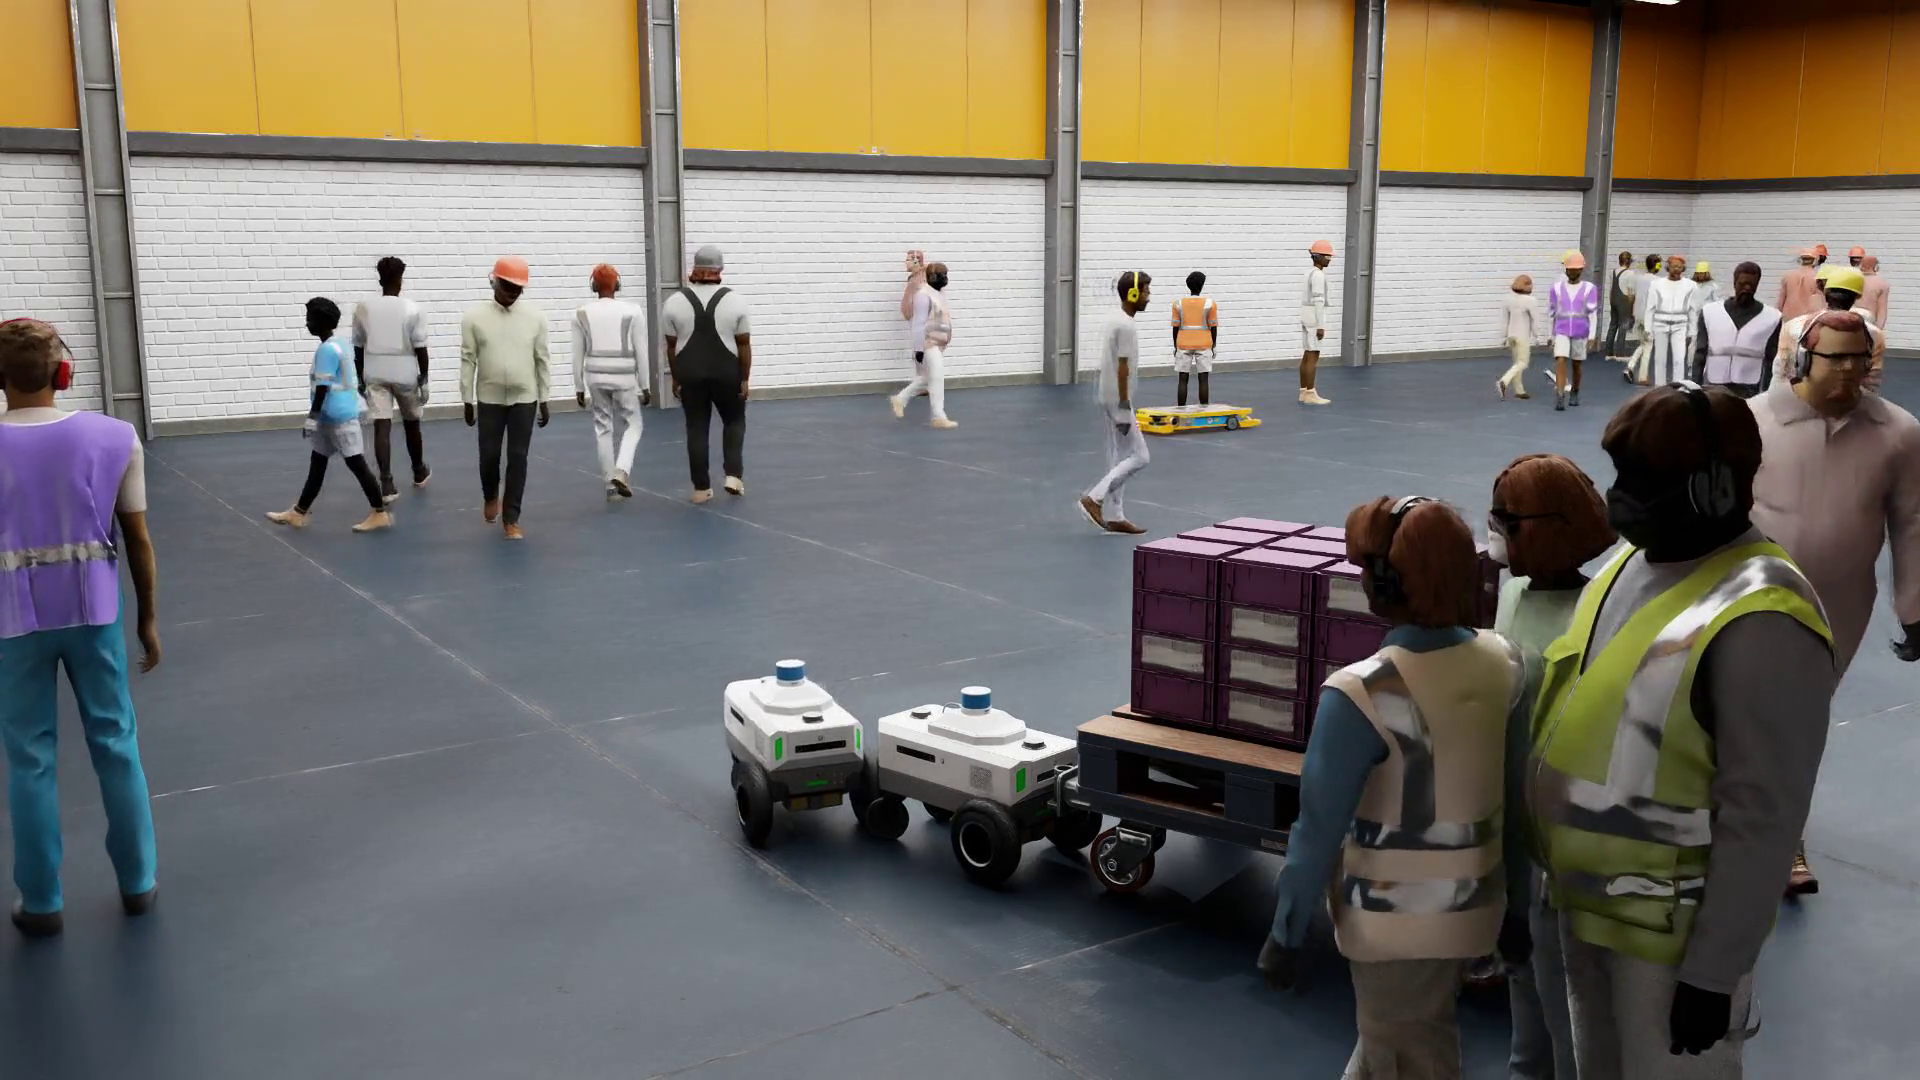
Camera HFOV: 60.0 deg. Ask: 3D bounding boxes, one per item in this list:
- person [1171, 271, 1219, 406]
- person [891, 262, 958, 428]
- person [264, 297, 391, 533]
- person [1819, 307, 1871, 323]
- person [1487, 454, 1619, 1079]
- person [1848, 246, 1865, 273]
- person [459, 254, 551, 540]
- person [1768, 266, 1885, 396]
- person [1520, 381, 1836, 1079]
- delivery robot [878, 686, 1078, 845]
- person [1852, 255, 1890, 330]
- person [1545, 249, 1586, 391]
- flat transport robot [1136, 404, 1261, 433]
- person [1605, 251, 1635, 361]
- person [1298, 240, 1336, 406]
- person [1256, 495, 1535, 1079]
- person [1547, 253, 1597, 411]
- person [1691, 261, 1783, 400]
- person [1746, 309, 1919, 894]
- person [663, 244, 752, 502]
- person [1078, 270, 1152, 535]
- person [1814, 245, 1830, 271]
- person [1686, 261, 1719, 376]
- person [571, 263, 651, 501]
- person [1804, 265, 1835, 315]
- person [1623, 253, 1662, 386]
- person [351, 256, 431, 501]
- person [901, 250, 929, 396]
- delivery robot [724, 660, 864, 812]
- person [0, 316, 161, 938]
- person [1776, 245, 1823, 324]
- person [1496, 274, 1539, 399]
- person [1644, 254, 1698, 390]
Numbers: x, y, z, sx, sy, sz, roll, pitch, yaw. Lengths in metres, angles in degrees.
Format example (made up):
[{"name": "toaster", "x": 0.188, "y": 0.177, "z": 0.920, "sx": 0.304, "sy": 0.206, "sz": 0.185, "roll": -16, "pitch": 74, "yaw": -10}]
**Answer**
[{"name": "person", "x": 2.623, "y": -2.150, "z": 18.605, "sx": 0.535, "sy": 1.697, "sz": 0.318, "roll": 3, "pitch": 11, "yaw": 16}, {"name": "person", "x": -0.403, "y": -2.141, "z": 18.259, "sx": 0.785, "sy": 1.817, "sz": 0.641, "roll": 4, "pitch": 11, "yaw": 21}, {"name": "person", "x": -4.435, "y": -0.854, "z": 11.585, "sx": 0.861, "sy": 1.645, "sz": 0.546, "roll": -3, "pitch": 11, "yaw": -18}, {"name": "person", "x": 8.850, "y": -1.774, "z": 16.743, "sx": 0.525, "sy": 1.617, "sz": 0.553, "roll": 6, "pitch": 12, "yaw": 28}, {"name": "person", "x": 1.243, "y": 0.624, "z": 3.587, "sx": 0.273, "sy": 1.627, "sz": 0.498, "roll": -1, "pitch": 10, "yaw": -3}, {"name": "person", "x": 13.676, "y": -3.530, "z": 25.506, "sx": 0.551, "sy": 1.935, "sz": 0.375, "roll": 2, "pitch": 10, "yaw": 9}, {"name": "person", "x": -3.151, "y": -0.992, "z": 11.538, "sx": 0.619, "sy": 1.961, "sz": 0.581, "roll": -4, "pitch": 11, "yaw": -19}, {"name": "person", "x": 5.364, "y": -0.747, "z": 10.357, "sx": 0.609, "sy": 1.893, "sz": 0.511, "roll": 7, "pitch": 12, "yaw": 33}, {"name": "person", "x": 1.203, "y": 0.641, "z": 2.913, "sx": 0.429, "sy": 1.842, "sz": 0.626, "roll": 0, "pitch": 10, "yaw": -2}, {"name": "delivery robot", "x": 0.052, "y": 0.740, "z": 5.633, "sx": 0.707, "sy": 0.478, "sz": 0.477, "roll": 9, "pitch": 14, "yaw": 42}, {"name": "person", "x": 11.746, "y": -2.787, "z": 21.717, "sx": 1.041, "sy": 1.855, "sz": 0.646, "roll": -10, "pitch": 14, "yaw": -43}, {"name": "person", "x": 8.200, "y": -2.962, "z": 22.463, "sx": 0.428, "sy": 1.912, "sz": 0.597, "roll": 9, "pitch": 14, "yaw": 42}, {"name": "flat transport robot", "x": 2.497, "y": -1.322, "z": 17.976, "sx": 1.431, "sy": 0.197, "sz": 0.652, "roll": -6, "pitch": 12, "yaw": -30}, {"name": "person", "x": 11.067, "y": -3.903, "z": 27.846, "sx": 0.341, "sy": 1.839, "sz": 0.501, "roll": -4, "pitch": 11, "yaw": -19}, {"name": "person", "x": 4.423, "y": -2.691, "z": 20.629, "sx": 0.394, "sy": 2.040, "sz": 0.609, "roll": 0, "pitch": 10, "yaw": -1}, {"name": "person", "x": 0.765, "y": 0.708, "z": 3.132, "sx": 0.526, "sy": 1.602, "sz": 0.803, "roll": -8, "pitch": 13, "yaw": -37}, {"name": "person", "x": 7.425, "y": -2.531, "z": 20.180, "sx": 0.555, "sy": 1.893, "sz": 1.010, "roll": 4, "pitch": 11, "yaw": 22}, {"name": "person", "x": 5.901, "y": -1.170, "z": 12.682, "sx": 0.605, "sy": 1.898, "sz": 0.651, "roll": 5, "pitch": 11, "yaw": 24}, {"name": "person", "x": 2.800, "y": 0.176, "z": 5.454, "sx": 0.647, "sy": 1.846, "sz": 1.037, "roll": 1, "pitch": 10, "yaw": 8}, {"name": "person", "x": -1.971, "y": -1.319, "z": 13.102, "sx": 0.686, "sy": 2.000, "sz": 0.540, "roll": 0, "pitch": 10, "yaw": 0}, {"name": "person", "x": 1.117, "y": -0.934, "z": 11.529, "sx": 0.435, "sy": 1.843, "sz": 0.544, "roll": 0, "pitch": 10, "yaw": -1}, {"name": "person", "x": 14.859, "y": -4.155, "z": 28.935, "sx": 0.375, "sy": 1.935, "sz": 0.551, "roll": 3, "pitch": 11, "yaw": 16}, {"name": "person", "x": 11.153, "y": -3.335, "z": 25.040, "sx": 0.522, "sy": 1.712, "sz": 0.782, "roll": 6, "pitch": 12, "yaw": 28}, {"name": "person", "x": -2.735, "y": -1.222, "z": 13.016, "sx": 0.610, "sy": 1.875, "sz": 0.444, "roll": 0, "pitch": 10, "yaw": 0}, {"name": "person", "x": 9.867, "y": -2.277, "z": 19.148, "sx": 0.722, "sy": 1.740, "sz": 0.554, "roll": -4, "pitch": 11, "yaw": -21}, {"name": "person", "x": 9.543, "y": -3.049, "z": 23.128, "sx": 0.403, "sy": 1.849, "sz": 0.524, "roll": -5, "pitch": 11, "yaw": -24}, {"name": "person", "x": -4.549, "y": -1.311, "z": 13.381, "sx": 0.632, "sy": 1.913, "sz": 0.988, "roll": -1, "pitch": 10, "yaw": -7}, {"name": "person", "x": -0.576, "y": -2.850, "z": 21.863, "sx": 0.399, "sy": 1.909, "sz": 0.642, "roll": -1, "pitch": 10, "yaw": -3}, {"name": "delivery robot", "x": -0.609, "y": 0.675, "z": 5.988, "sx": 0.477, "sy": 0.478, "sz": 0.707, "roll": -4, "pitch": 11, "yaw": -22}, {"name": "person", "x": -2.689, "y": 0.265, "z": 4.953, "sx": 0.570, "sy": 1.843, "sz": 0.374, "roll": -8, "pitch": 13, "yaw": -36}, {"name": "person", "x": 11.204, "y": -2.945, "z": 22.221, "sx": 0.647, "sy": 1.965, "sz": 0.719, "roll": 10, "pitch": 14, "yaw": 44}, {"name": "person", "x": 7.076, "y": -2.571, "z": 21.138, "sx": 0.680, "sy": 1.612, "sz": 0.501, "roll": -5, "pitch": 12, "yaw": -26}, {"name": "person", "x": 8.698, "y": -2.551, "z": 20.372, "sx": 0.587, "sy": 1.857, "sz": 0.795, "roll": 4, "pitch": 11, "yaw": 21}]
